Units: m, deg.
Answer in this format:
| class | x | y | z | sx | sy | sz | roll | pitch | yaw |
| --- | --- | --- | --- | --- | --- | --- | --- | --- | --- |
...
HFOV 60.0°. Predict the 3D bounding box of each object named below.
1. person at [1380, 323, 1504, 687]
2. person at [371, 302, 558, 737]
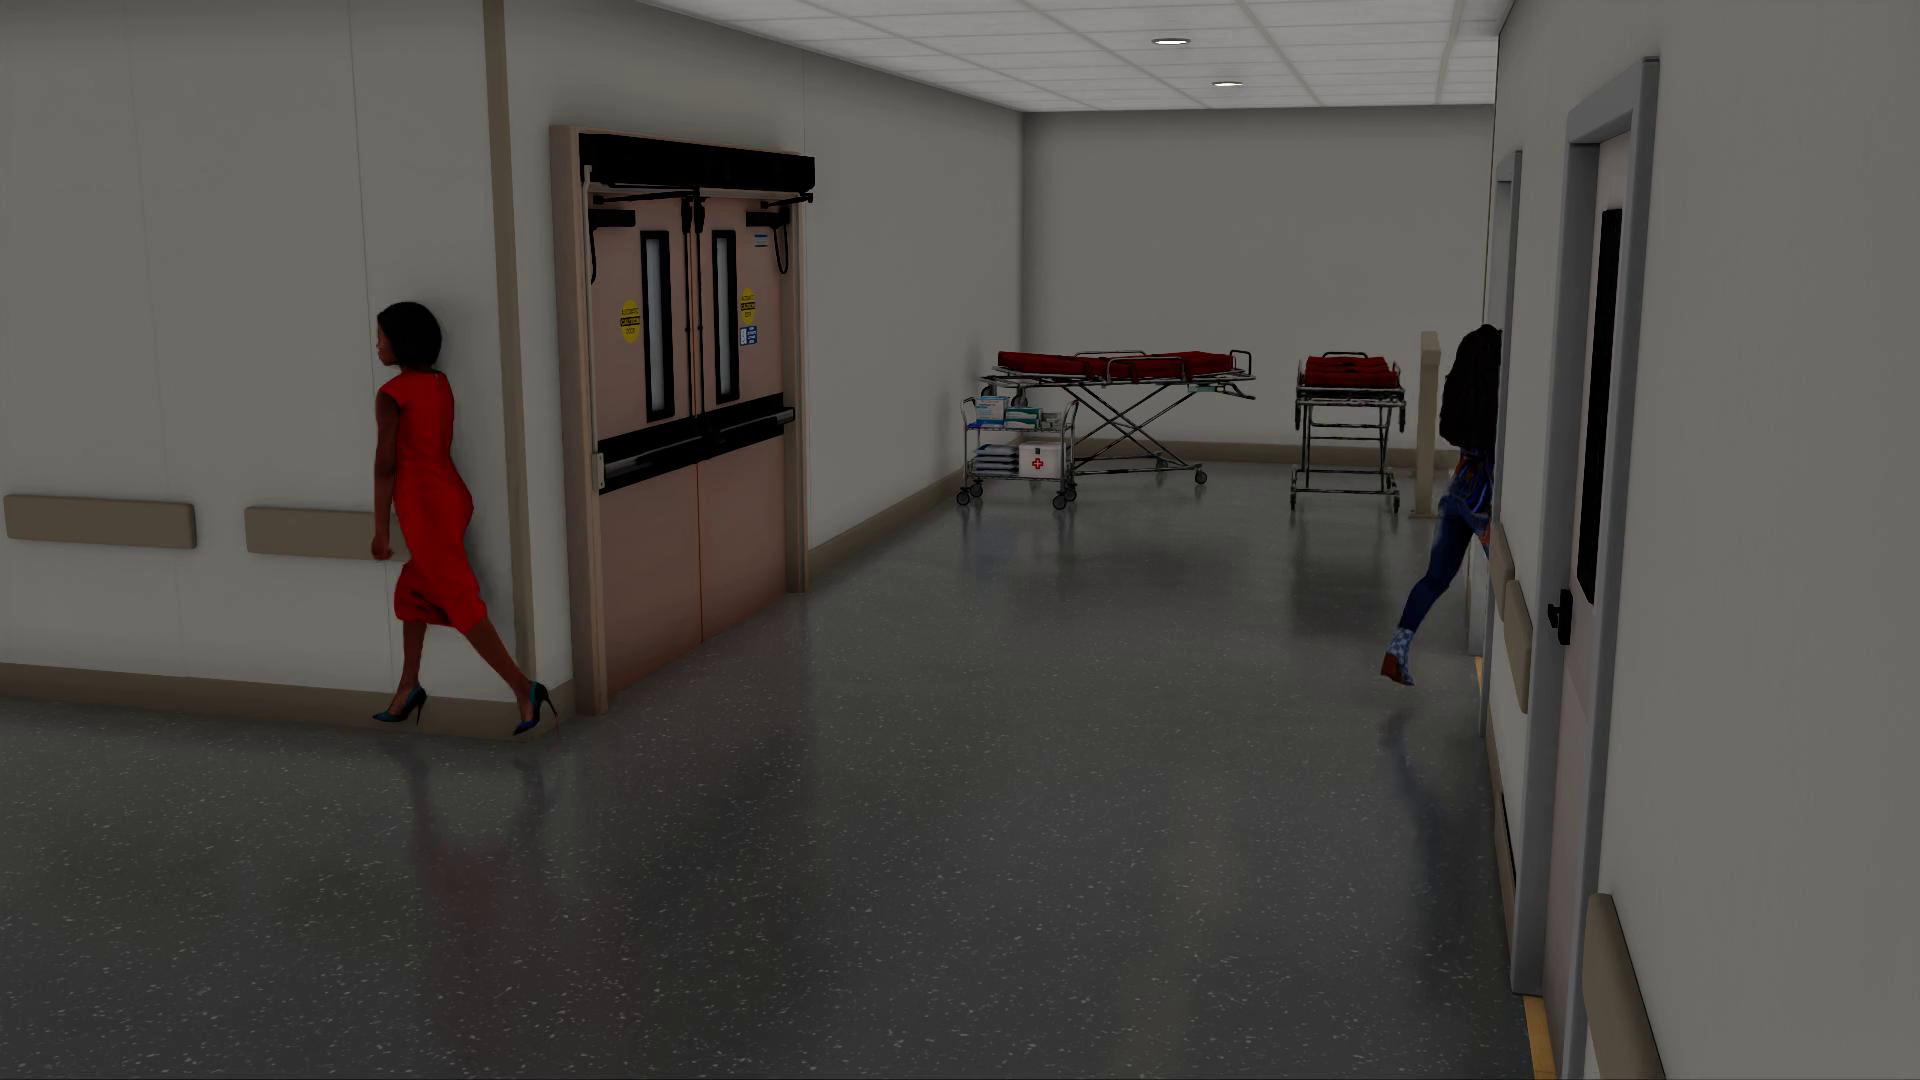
| class | x | y | z | sx | sy | sz | roll | pitch | yaw |
| --- | --- | --- | --- | --- | --- | --- | --- | --- | --- |
| person | 2.150 | -0.097 | 7.141 | 1.091 | 1.581 | 1.095 | -5 | 12 | -23 |
| person | -1.975 | -0.027 | 6.459 | 0.630 | 1.699 | 1.019 | 3 | 11 | 14 |
